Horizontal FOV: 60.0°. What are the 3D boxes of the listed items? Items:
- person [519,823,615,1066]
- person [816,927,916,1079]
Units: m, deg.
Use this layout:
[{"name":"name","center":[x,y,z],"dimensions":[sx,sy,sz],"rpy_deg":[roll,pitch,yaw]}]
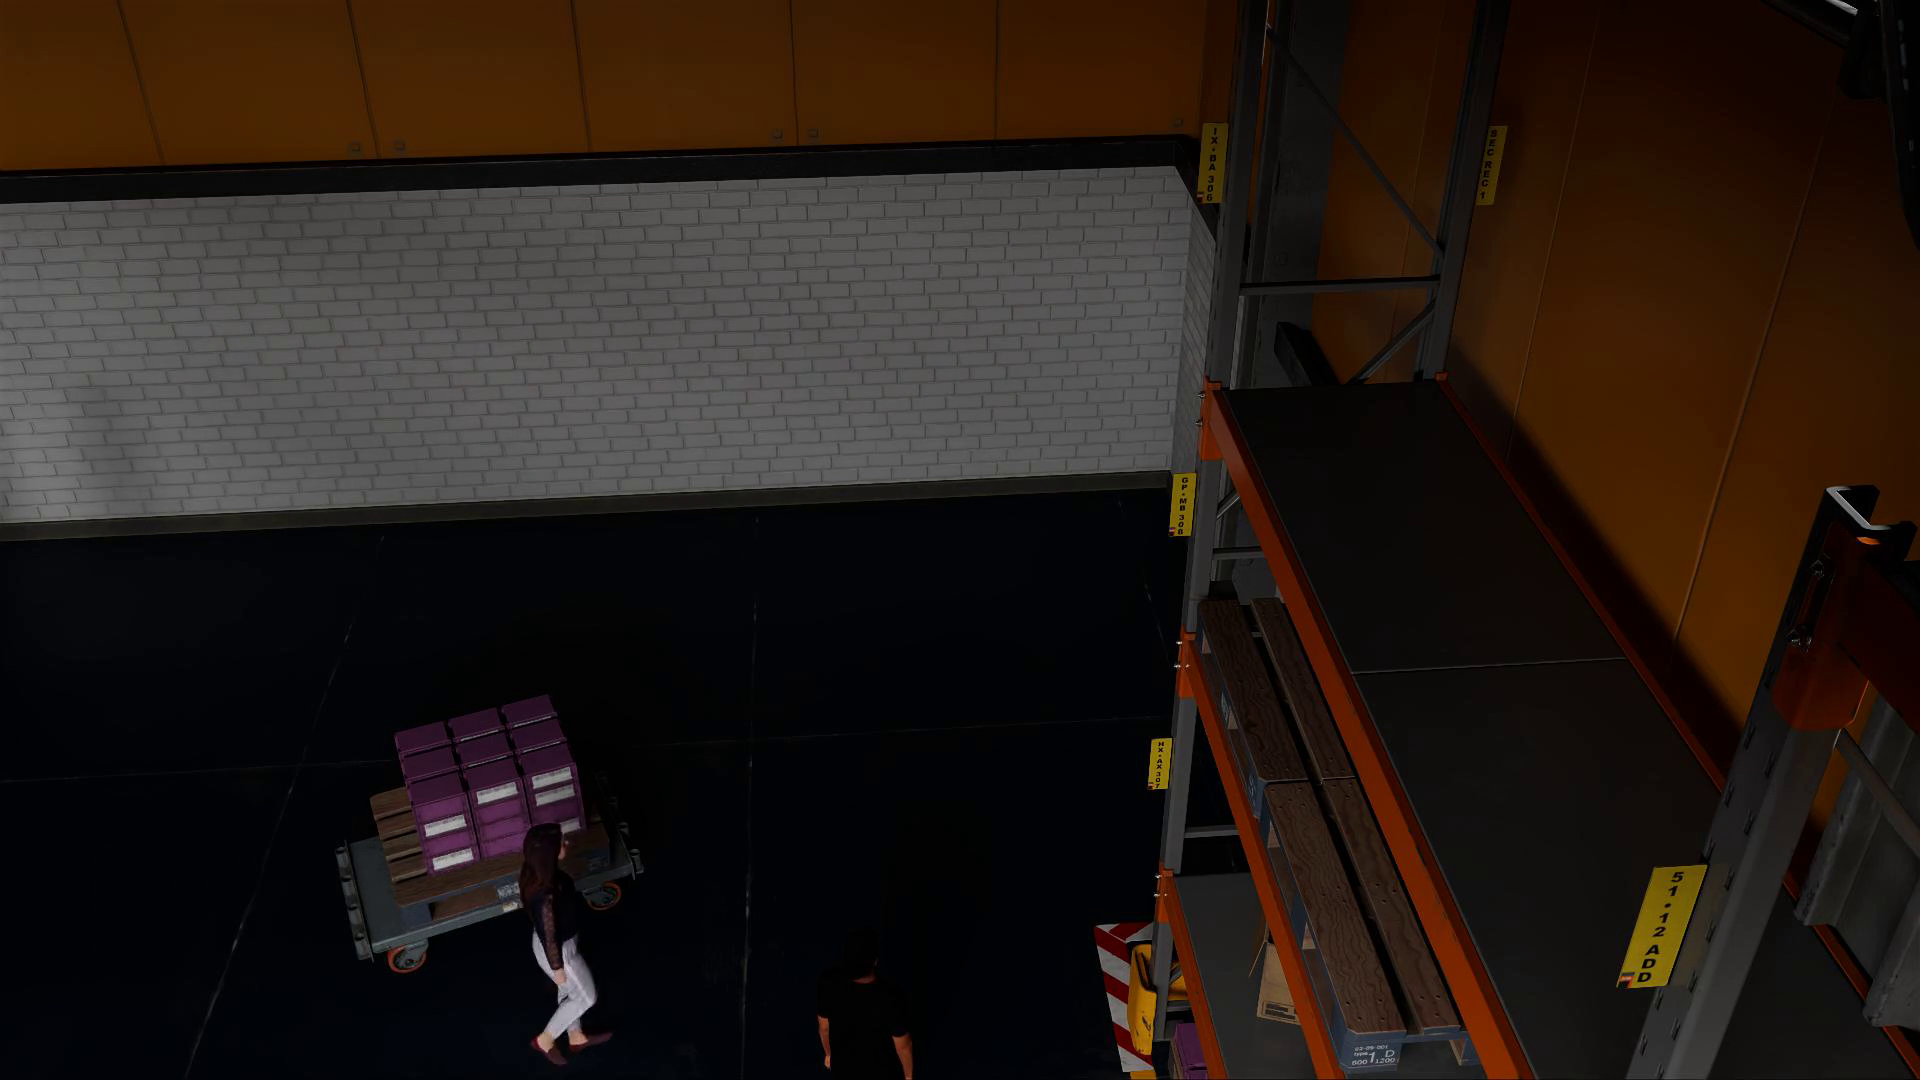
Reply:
[{"name":"person","center":[-2.154,2.136,8.699],"dimensions":[0.747,1.597,0.678],"rpy_deg":[-9,35,-13]},{"name":"person","center":[-0.443,2.514,7.986],"dimensions":[0.716,1.758,0.710],"rpy_deg":[12,35,17]}]
